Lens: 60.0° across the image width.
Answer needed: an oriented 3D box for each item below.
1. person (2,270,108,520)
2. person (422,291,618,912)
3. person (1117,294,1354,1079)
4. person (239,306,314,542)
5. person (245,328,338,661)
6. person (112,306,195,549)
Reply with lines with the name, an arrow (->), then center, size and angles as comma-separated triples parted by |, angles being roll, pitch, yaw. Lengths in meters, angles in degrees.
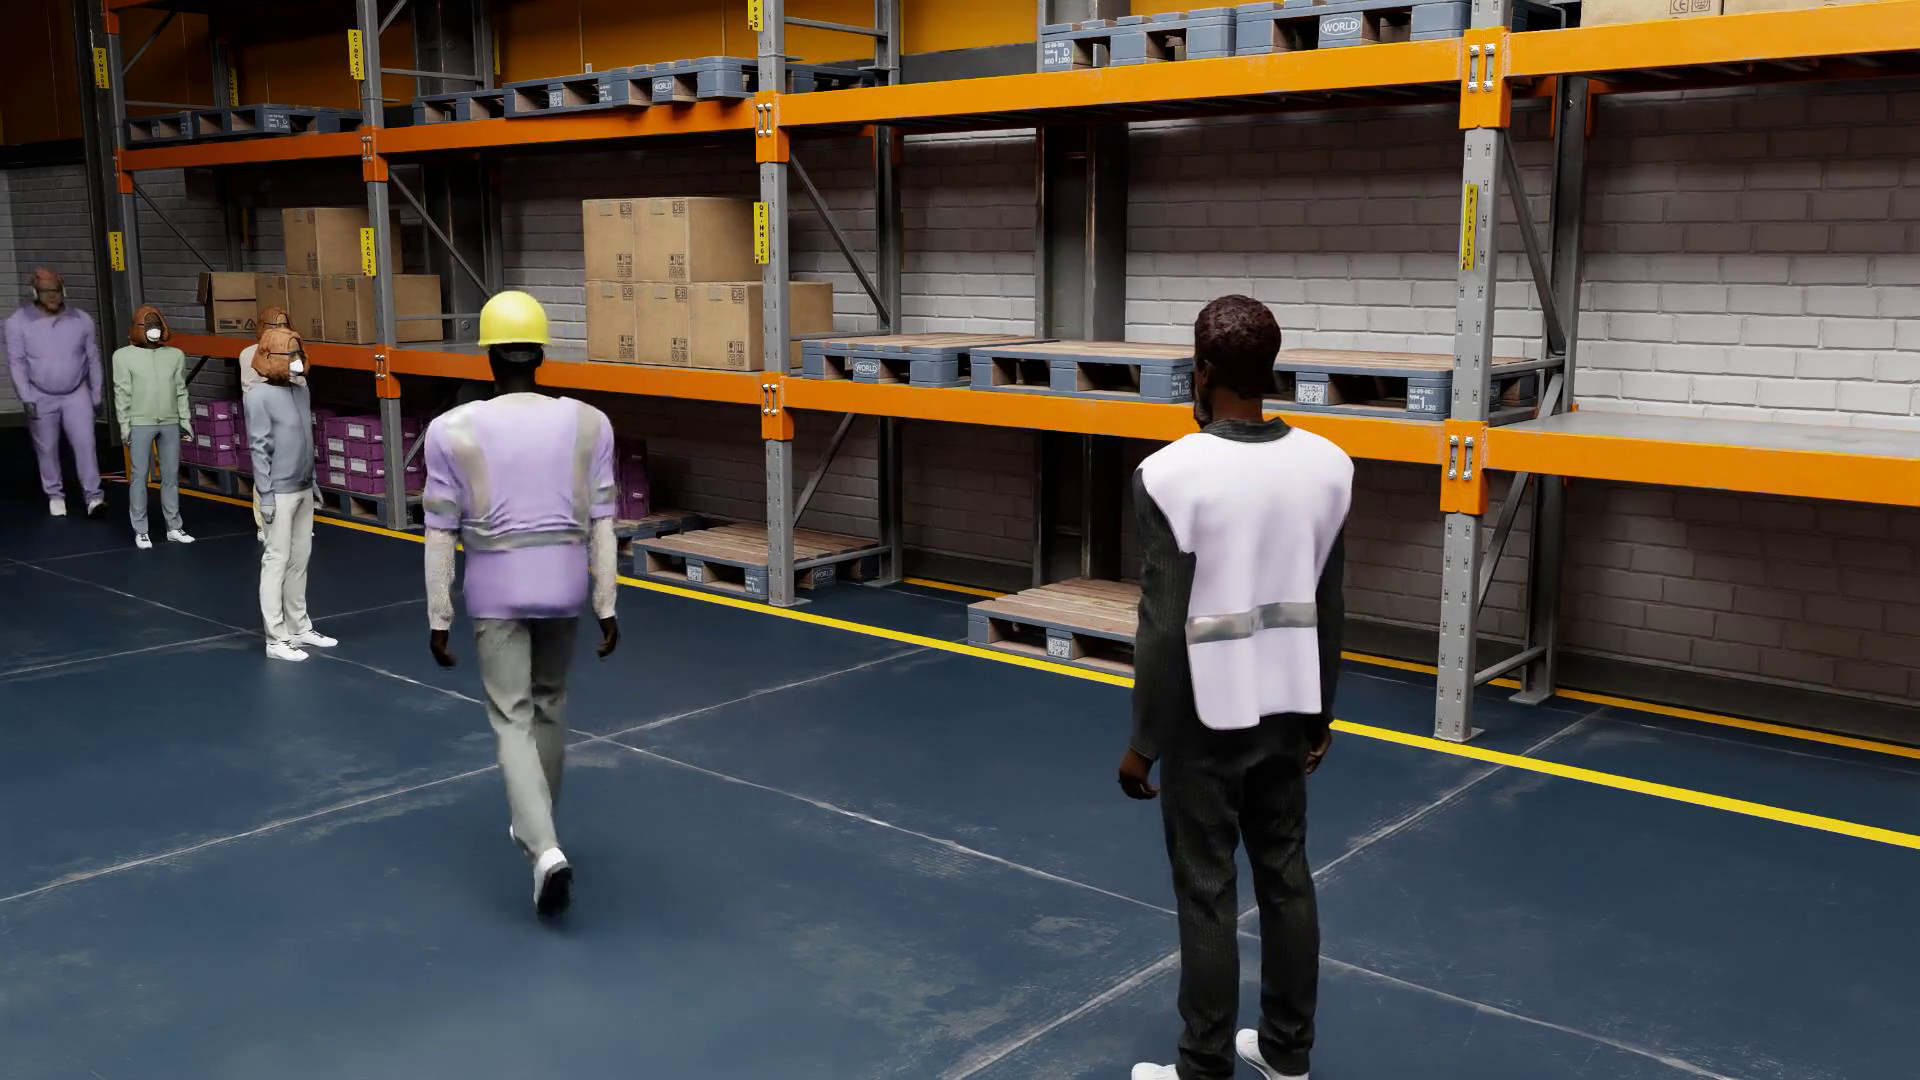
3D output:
person -> -6.670, -1.053, 12.322 | 0.642, 1.849, 1.027 | -7, 12, -35
person -> -1.351, 0.175, 5.208 | 0.594, 1.900, 0.886 | -5, 11, -28
person -> 0.645, 0.402, 3.844 | 0.597, 1.916, 0.371 | -6, 11, -30
person -> -4.716, -0.796, 11.497 | 0.277, 1.629, 0.497 | 7, 12, 34
person -> -3.327, -0.230, 8.245 | 0.275, 1.632, 0.507 | 1, 10, 7
person -> -5.471, -0.768, 11.307 | 0.279, 1.634, 0.497 | 8, 13, 39
